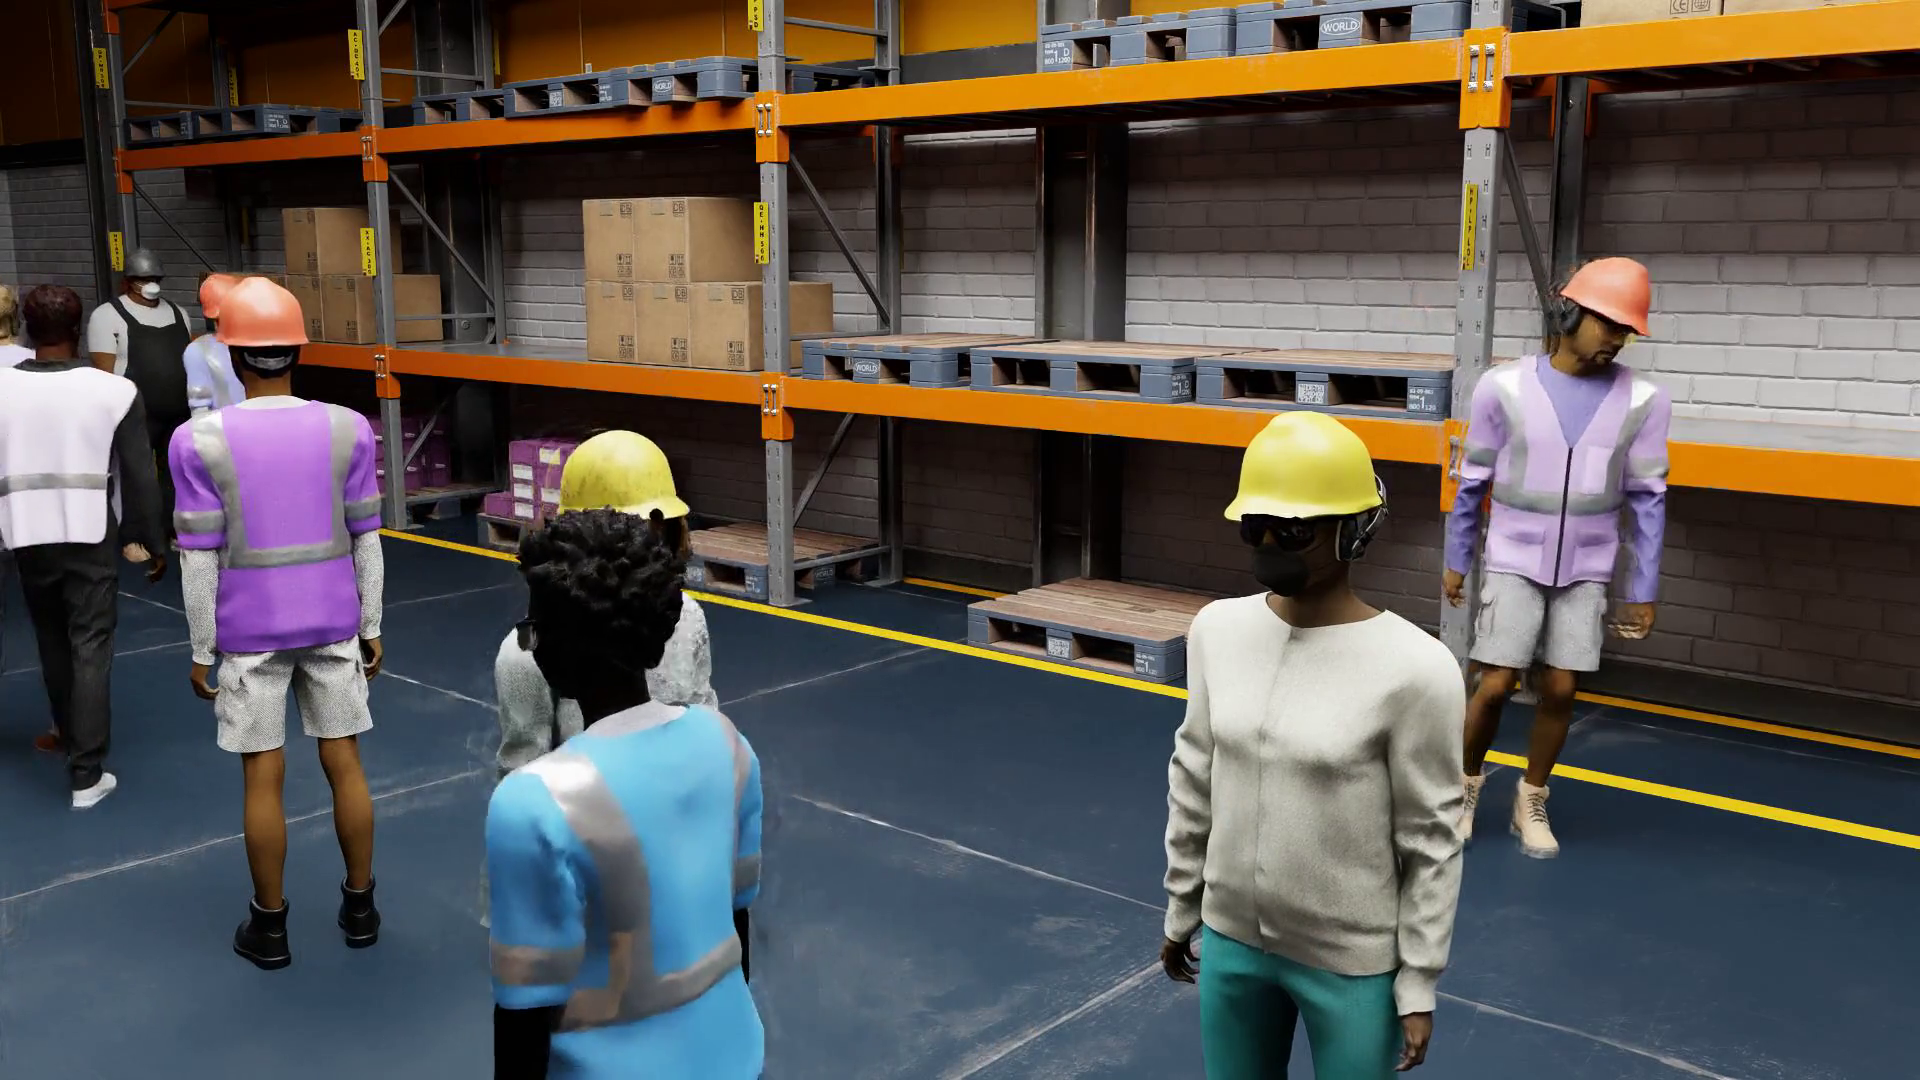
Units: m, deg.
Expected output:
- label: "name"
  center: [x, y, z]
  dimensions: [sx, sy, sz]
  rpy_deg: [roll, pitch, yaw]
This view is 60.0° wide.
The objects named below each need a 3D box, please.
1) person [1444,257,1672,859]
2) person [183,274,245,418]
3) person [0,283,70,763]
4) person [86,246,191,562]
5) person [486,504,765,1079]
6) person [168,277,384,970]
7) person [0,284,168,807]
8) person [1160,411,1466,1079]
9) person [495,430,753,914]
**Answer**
- label: "person"
  center: [1.939, 0.088, 5.404]
  dimensions: [0.634, 1.994, 0.553]
  rpy_deg: [2, 10, 10]
- label: "person"
  center: [-3.880, -0.506, 9.098]
  dimensions: [0.455, 1.887, 0.647]
  rpy_deg: [7, 12, 36]
- label: "person"
  center: [-3.848, -0.084, 6.669]
  dimensions: [0.999, 1.889, 0.660]
  rpy_deg: [7, 12, 34]
- label: "person"
  center: [-5.240, -0.888, 10.836]
  dimensions: [0.536, 2.000, 0.687]
  rpy_deg: [6, 12, 32]
- label: "person"
  center: [-0.396, 0.787, 2.324]
  dimensions: [0.617, 1.672, 0.546]
  rpy_deg: [4, 11, 22]
- label: "person"
  center: [-1.905, 0.240, 4.697]
  dimensions: [0.545, 1.942, 0.350]
  rpy_deg: [-7, 12, -34]
- label: "person"
  center: [-3.314, -0.004, 6.251]
  dimensions: [0.617, 1.882, 0.881]
  rpy_deg: [-2, 10, -14]
- label: "person"
  center: [0.553, 0.669, 2.755]
  dimensions: [0.533, 1.768, 0.310]
  rpy_deg: [9, 14, 42]
- label: "person"
  center: [-0.613, 0.634, 3.148]
  dimensions: [0.892, 1.690, 0.504]
  rpy_deg: [6, 12, 31]
